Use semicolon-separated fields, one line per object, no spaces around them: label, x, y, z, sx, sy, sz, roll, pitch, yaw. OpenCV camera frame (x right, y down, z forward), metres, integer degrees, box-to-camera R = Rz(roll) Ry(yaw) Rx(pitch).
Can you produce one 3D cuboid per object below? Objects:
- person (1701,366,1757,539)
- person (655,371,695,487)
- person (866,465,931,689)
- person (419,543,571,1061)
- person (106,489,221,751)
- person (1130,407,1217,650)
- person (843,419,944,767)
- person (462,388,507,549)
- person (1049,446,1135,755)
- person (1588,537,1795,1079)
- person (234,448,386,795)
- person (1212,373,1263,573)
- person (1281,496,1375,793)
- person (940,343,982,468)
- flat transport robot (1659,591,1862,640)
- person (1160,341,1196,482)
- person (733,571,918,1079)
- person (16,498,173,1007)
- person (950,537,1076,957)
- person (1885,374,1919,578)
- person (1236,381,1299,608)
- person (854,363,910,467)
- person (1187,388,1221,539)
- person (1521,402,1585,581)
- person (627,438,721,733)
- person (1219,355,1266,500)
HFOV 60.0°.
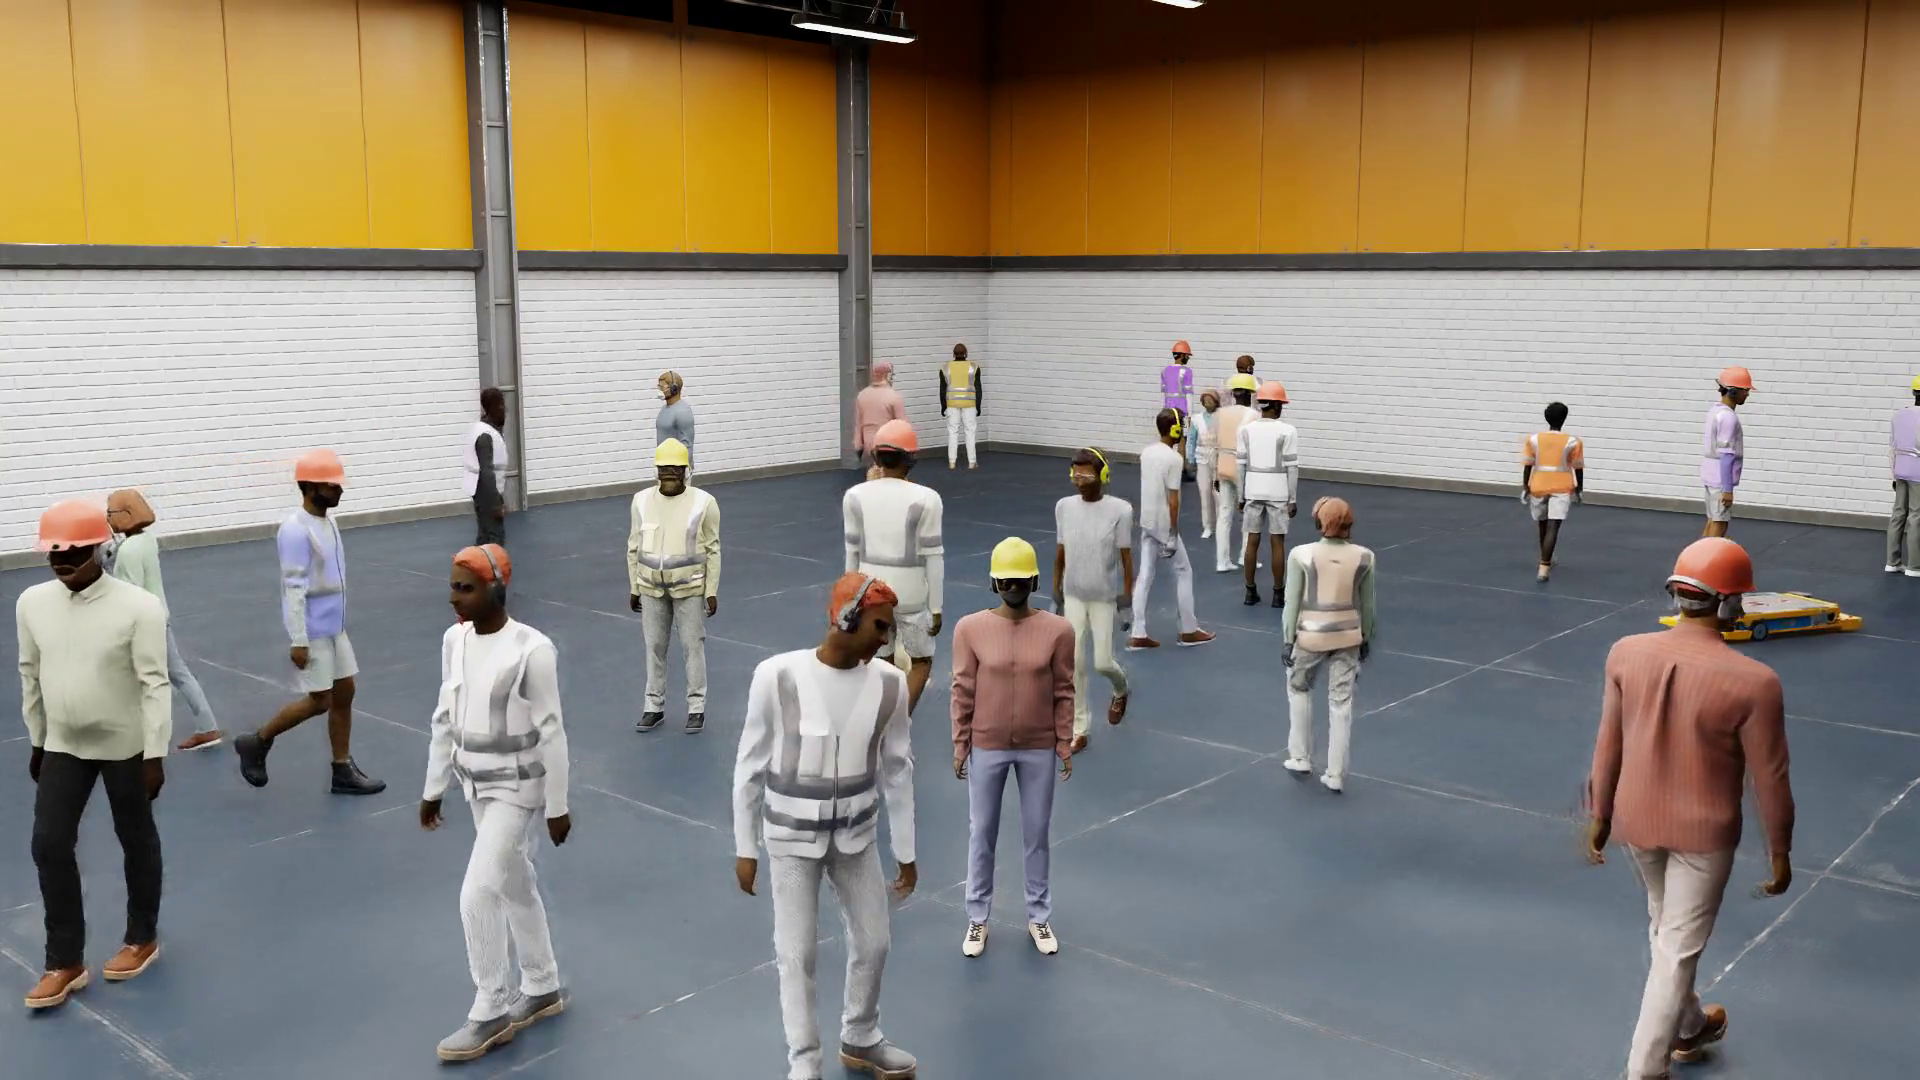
person;6.794;-0.520;14.749;0.395;2.033;0.609;3;9;16
person;-2.705;-0.629;15.727;0.372;1.940;0.631;-5;10;-30
person;-0.446;0.313;10.856;0.393;1.614;0.505;1;9;8
person;-1.773;0.945;6.080;0.595;1.855;0.725;8;12;42
person;-4.835;0.489;9.792;0.881;1.584;0.517;-1;9;-8
person;1.604;-0.091;12.657;0.833;1.835;0.538;-6;11;-33
person;-0.382;0.328;9.466;0.606;2.028;0.512;3;10;18
person;-4.054;-0.361;14.255;0.394;1.884;0.659;-2;9;-12
person;0.812;0.340;10.000;0.530;1.837;0.700;4;10;25
person;2.567;0.957;5.700;0.925;1.954;0.649;-6;11;-33
person;-3.536;0.453;8.981;0.696;1.916;0.553;0;9;2
person;2.686;-0.638;15.877;0.606;1.900;0.612;-8;12;-41
person;2.022;0.558;9.251;0.548;1.616;0.610;-1;9;-5
person;0.018;-1.960;24.407;0.619;1.839;0.430;1;9;5
flat transport robot;6.386;0.595;13.263;1.431;0.197;0.652;-3;10;-19
person;3.008;-1.759;22.847;0.376;1.931;0.542;-8;12;-40
person;-0.449;1.023;5.645;0.676;1.854;0.389;-4;10;-22
person;-3.414;0.827;6.472;0.654;1.967;0.775;0;9;2
person;0.223;0.859;6.925;0.525;1.769;0.313;-1;9;-4
person;8.991;-0.609;15.639;0.367;1.927;0.584;-2;9;-11
person;2.634;-0.387;14.230;0.542;1.931;0.376;5;11;30
person;-0.796;-1.053;18.639;0.677;1.851;0.993;8;12;41
person;2.696;-0.813;17.856;0.533;1.622;0.383;4;10;24
person;5.563;-0.466;15.599;0.544;1.647;0.896;6;11;33
person;-1.781;0.285;10.307;0.588;1.837;0.403;1;9;8
person;3.553;-1.391;20.829;0.624;1.841;0.430;3;10;20
